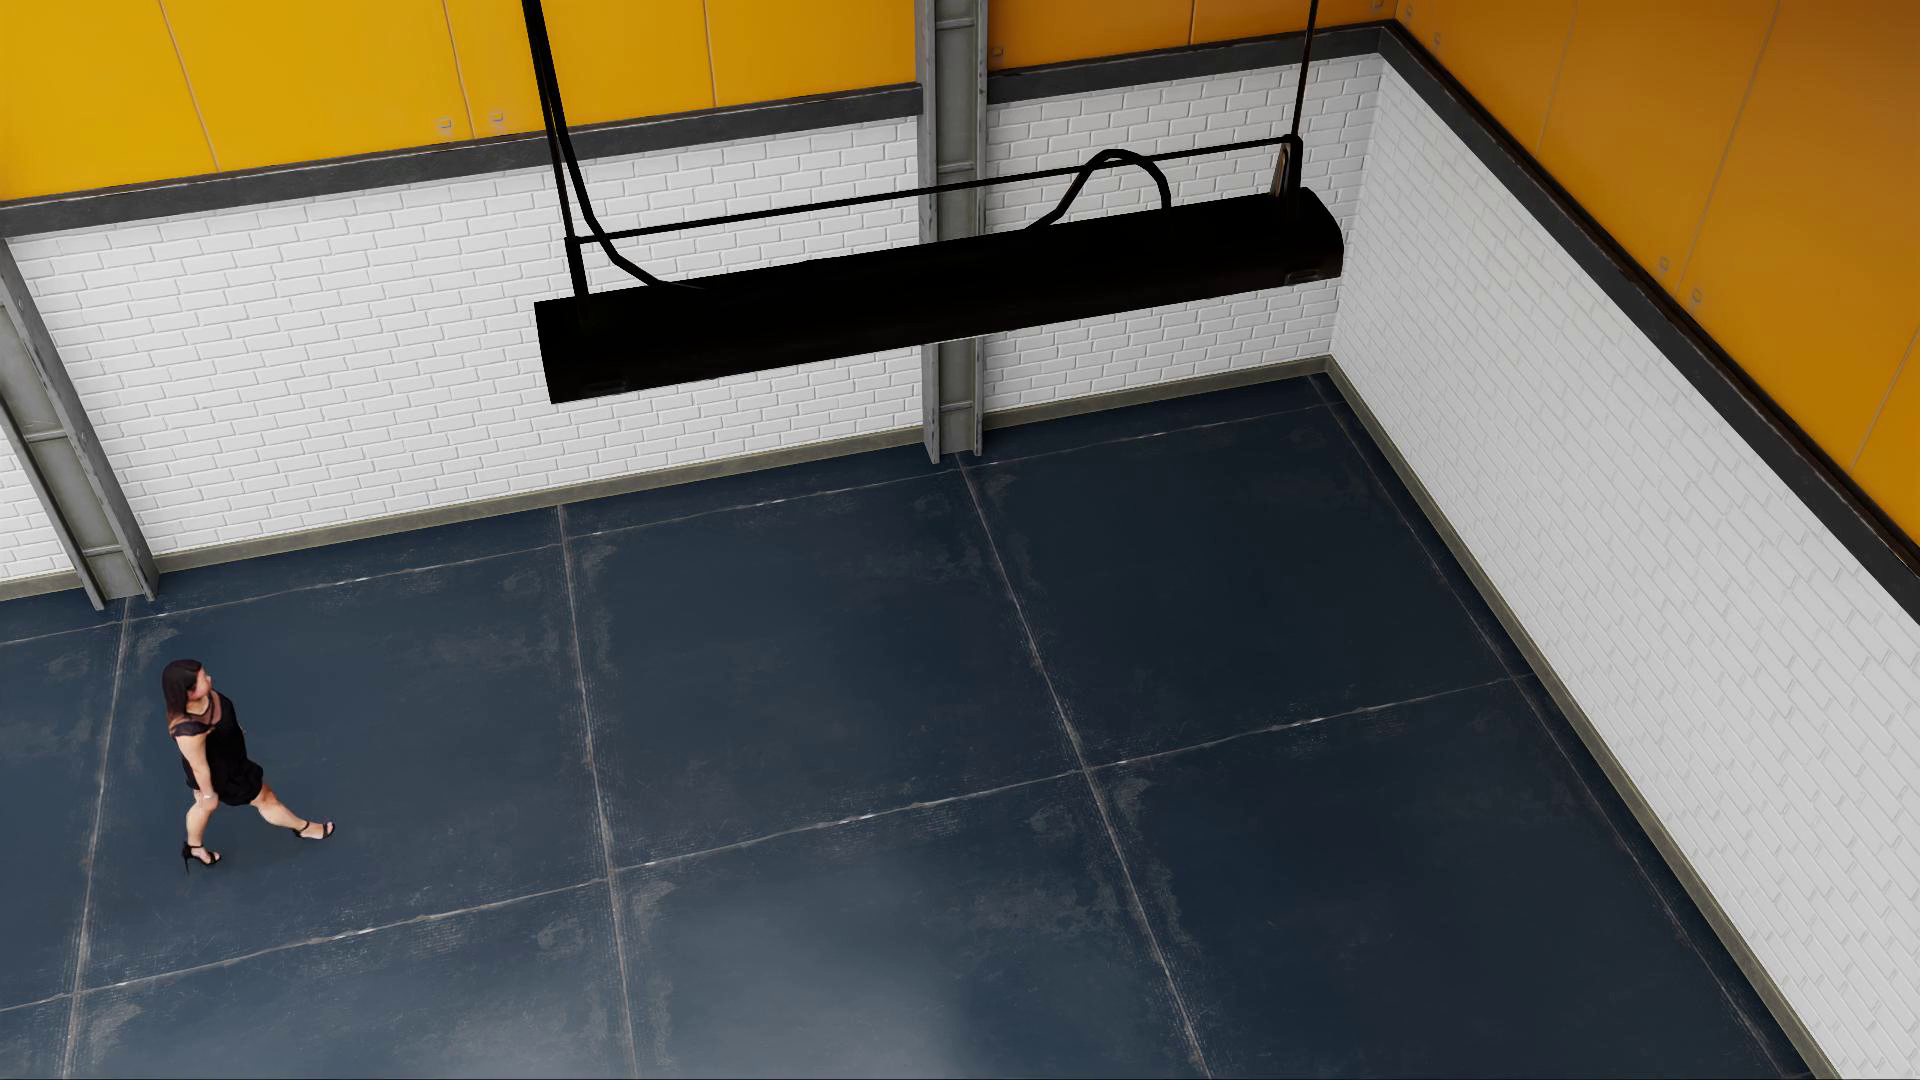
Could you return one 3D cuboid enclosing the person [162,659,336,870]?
[{"bbox_3d":[-4.312,1.331,9.457,1.134,1.666,0.797,-18,47,-18],"label":"person"}]
